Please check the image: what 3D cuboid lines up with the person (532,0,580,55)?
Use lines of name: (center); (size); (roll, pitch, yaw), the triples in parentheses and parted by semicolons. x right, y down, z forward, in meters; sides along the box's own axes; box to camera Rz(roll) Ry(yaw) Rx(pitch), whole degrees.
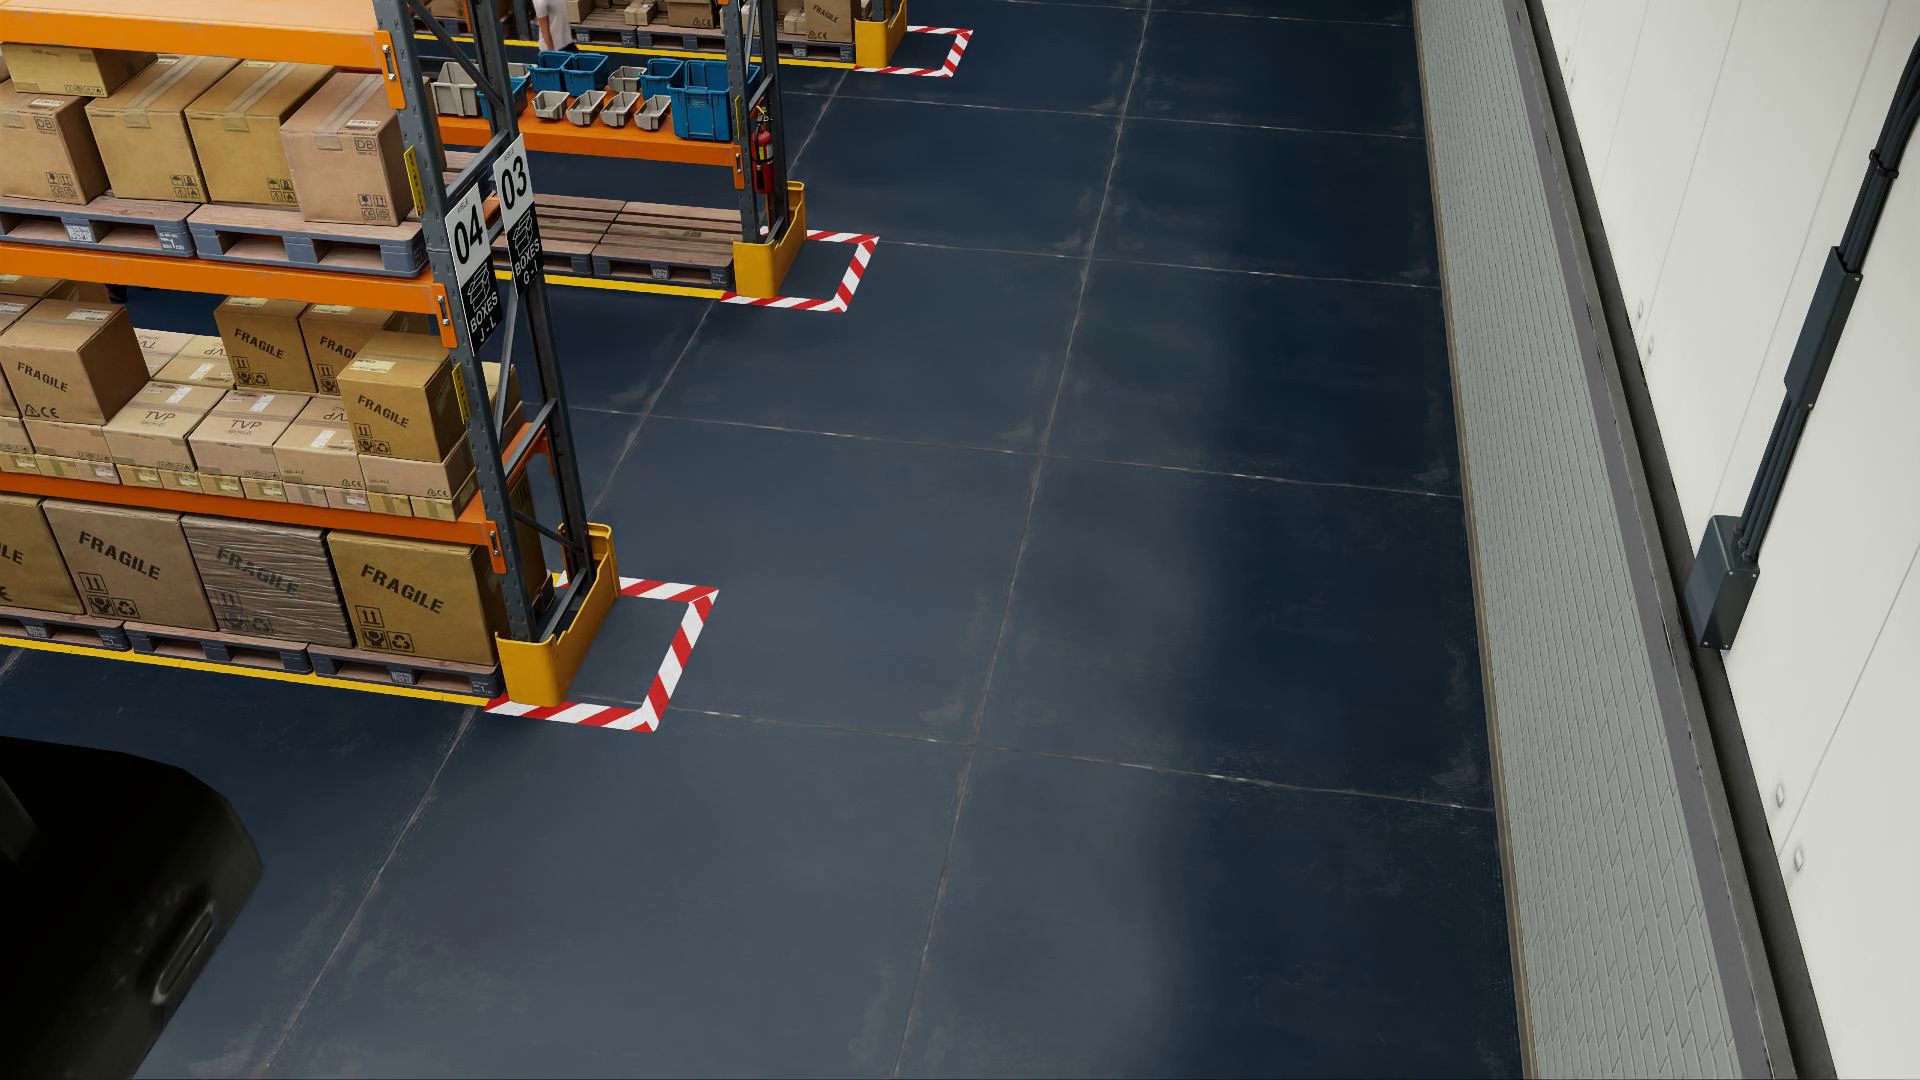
person: (-3.959, -4.818, 16.047); (0.754, 1.708, 0.734); (15, 40, 18)
